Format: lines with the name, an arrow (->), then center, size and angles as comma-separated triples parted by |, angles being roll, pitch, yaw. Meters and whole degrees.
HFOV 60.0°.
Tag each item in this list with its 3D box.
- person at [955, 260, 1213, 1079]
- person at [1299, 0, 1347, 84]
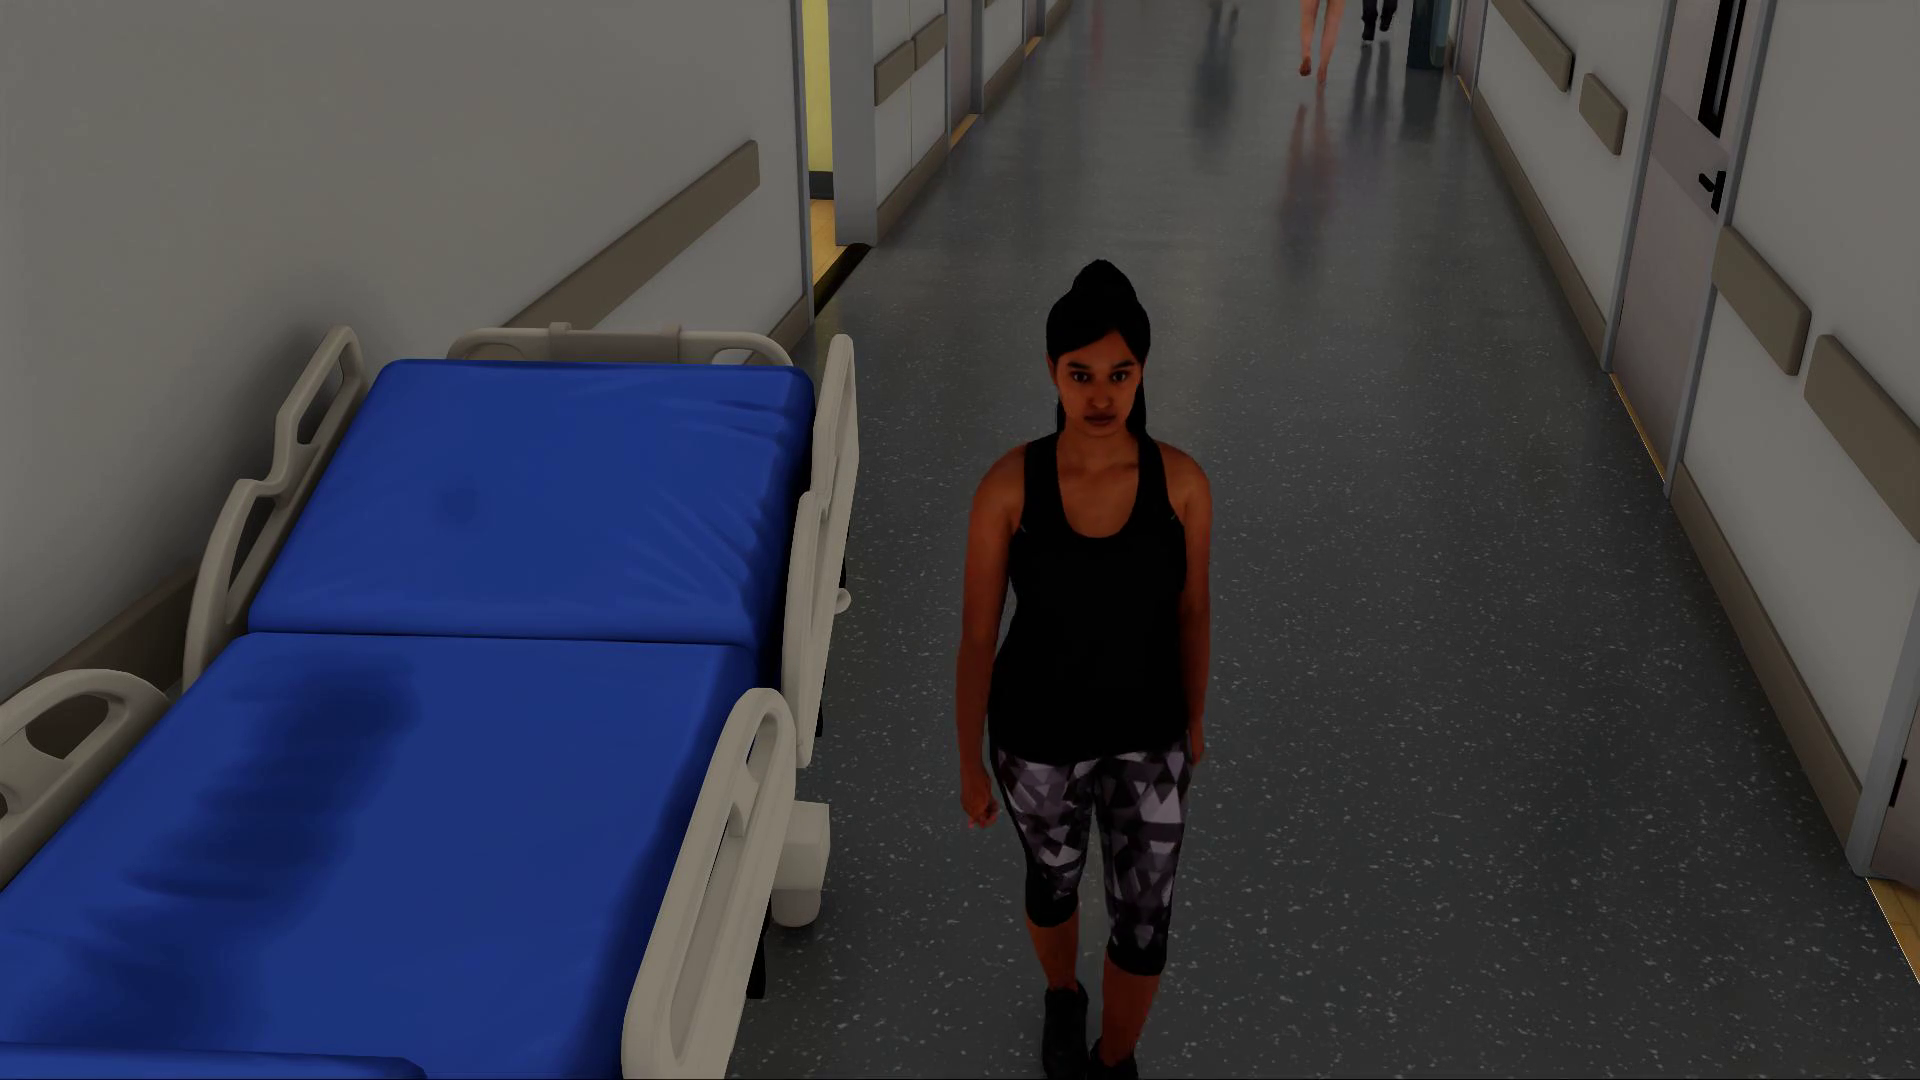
person -> 0.224, 0.293, 3.050 | 0.715, 1.654, 0.765 | -2, 26, -4
person -> 2.755, -4.262, 12.449 | 0.747, 1.693, 0.684 | 6, 26, 13
